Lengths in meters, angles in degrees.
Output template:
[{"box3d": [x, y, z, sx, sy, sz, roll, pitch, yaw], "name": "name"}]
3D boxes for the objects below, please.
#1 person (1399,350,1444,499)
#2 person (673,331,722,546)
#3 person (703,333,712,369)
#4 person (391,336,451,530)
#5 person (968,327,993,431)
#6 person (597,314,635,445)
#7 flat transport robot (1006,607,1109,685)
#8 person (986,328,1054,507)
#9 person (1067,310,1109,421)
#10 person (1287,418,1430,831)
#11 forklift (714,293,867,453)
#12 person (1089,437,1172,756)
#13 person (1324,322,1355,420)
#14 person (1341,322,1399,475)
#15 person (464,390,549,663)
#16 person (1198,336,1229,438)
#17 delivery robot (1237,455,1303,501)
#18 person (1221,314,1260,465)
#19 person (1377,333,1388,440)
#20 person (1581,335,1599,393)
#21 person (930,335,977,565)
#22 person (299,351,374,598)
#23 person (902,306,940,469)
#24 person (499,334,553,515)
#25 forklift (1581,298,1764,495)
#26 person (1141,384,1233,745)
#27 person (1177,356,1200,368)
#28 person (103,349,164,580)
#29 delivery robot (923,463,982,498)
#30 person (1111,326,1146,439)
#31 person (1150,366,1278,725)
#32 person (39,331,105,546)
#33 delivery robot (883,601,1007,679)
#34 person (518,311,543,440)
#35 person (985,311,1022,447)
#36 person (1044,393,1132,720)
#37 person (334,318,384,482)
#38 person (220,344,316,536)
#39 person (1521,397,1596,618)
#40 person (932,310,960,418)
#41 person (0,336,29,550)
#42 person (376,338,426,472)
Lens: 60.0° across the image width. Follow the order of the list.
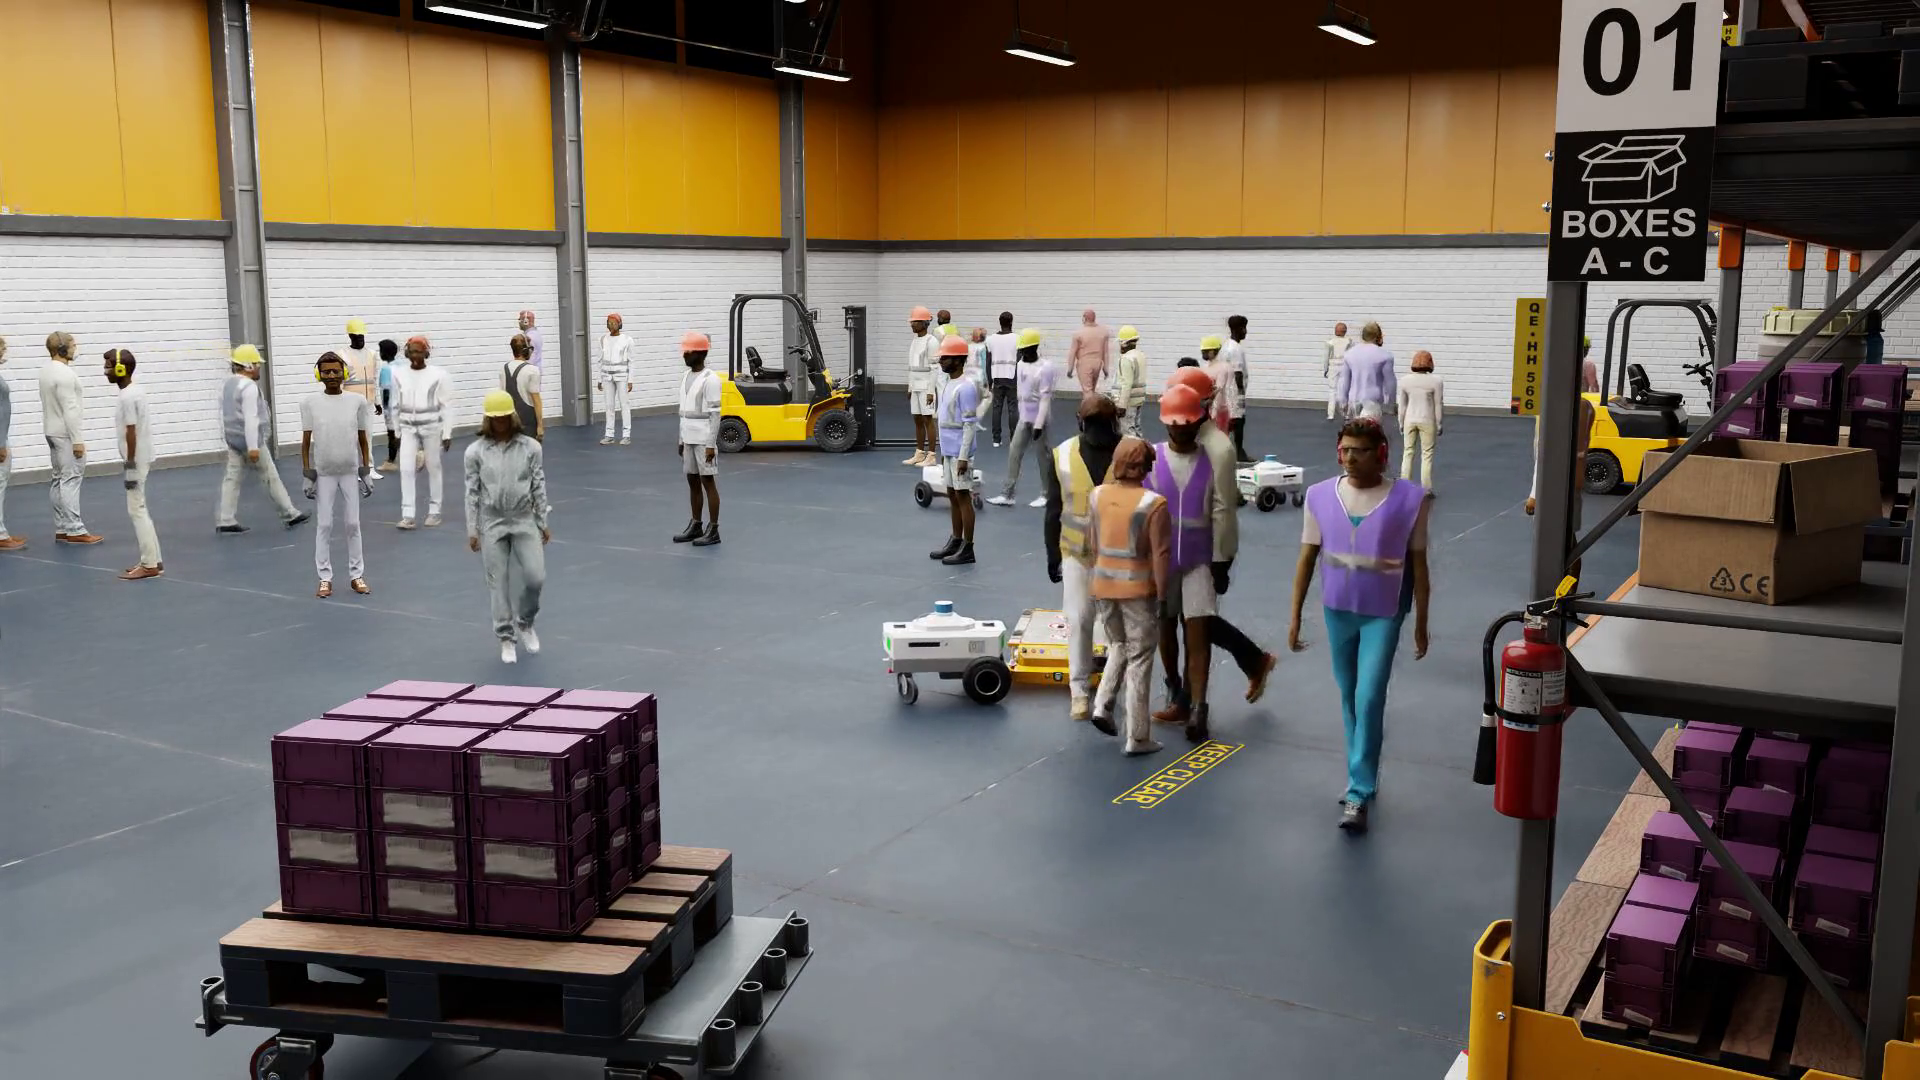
[{"box3d": [5.017, -1.249, 18.116, 0.495, 1.628, 0.281, 7, 11, 36], "name": "person"}, {"box3d": [-2.379, -0.918, 15.060, 0.349, 1.942, 0.545, -9, 13, -43], "name": "person"}, {"box3d": [-3.743, -2.171, 23.952, 0.598, 1.596, 0.513, -3, 10, -20], "name": "person"}, {"box3d": [-5.182, -1.017, 15.927, 0.600, 1.852, 0.867, 0, 9, 1], "name": "person"}, {"box3d": [0.311, -2.486, 25.801, 0.373, 1.623, 0.544, -5, 10, -28], "name": "person"}, {"box3d": [-4.951, -2.306, 23.902, 0.575, 1.884, 0.355, 2, 9, 14], "name": "person"}, {"box3d": [0.671, 0.651, 10.466, 0.652, 0.197, 1.431, 1, 9, 8], "name": "flat transport robot"}, {"box3d": [0.669, -1.248, 17.288, 0.895, 1.881, 0.607, -6, 11, -35], "name": "person"}, {"box3d": [2.060, -2.816, 27.163, 0.669, 1.850, 0.980, -4, 10, -25], "name": "person"}, {"box3d": [1.758, 0.364, 7.455, 0.594, 1.808, 0.838, 6, 11, 35], "name": "person"}, {"box3d": [-2.458, -2.344, 23.176, 2.313, 2.155, 1.214, 0, 9, -2], "name": "forklift"}, {"box3d": [0.877, 0.281, 8.566, 0.534, 1.620, 0.412, 9, 12, 43], "name": "person"}, {"box3d": [6.363, -2.824, 27.896, 0.517, 1.639, 0.313, 2, 9, 12], "name": "person"}, {"box3d": [4.843, -1.617, 19.620, 1.031, 1.882, 0.626, -9, 12, -43], "name": "person"}, {"box3d": [-2.850, -0.083, 10.483, 0.516, 1.729, 0.352, -4, 10, -21], "name": "person"}, {"box3d": [2.859, -1.497, 19.348, 0.870, 1.730, 0.528, -5, 11, -30], "name": "person"}, {"box3d": [3.243, -0.648, 17.398, 0.707, 0.478, 0.477, -6, 11, -32], "name": "delivery robot"}, {"box3d": [3.430, -1.905, 21.202, 0.805, 1.945, 0.616, 0, 9, -1], "name": "person"}, {"box3d": [6.076, -2.269, 24.450, 0.288, 1.633, 0.497, -9, 12, -43], "name": "person"}, {"box3d": [7.566, -1.657, 20.391, 0.922, 1.718, 0.526, -4, 10, -24], "name": "person"}, {"box3d": [-0.046, -0.760, 14.084, 0.360, 1.939, 0.543, -3, 10, -19], "name": "person"}, {"box3d": [-4.742, -0.500, 12.673, 0.514, 1.872, 0.328, -5, 10, -28], "name": "person"}, {"box3d": [-0.494, -1.924, 21.026, 0.376, 2.044, 0.607, -6, 11, -31], "name": "person"}, {"box3d": [-4.459, -1.176, 16.970, 0.506, 1.846, 0.350, 5, 10, 27], "name": "person"}, {"box3d": [7.954, -1.589, 18.462, 2.313, 2.155, 1.214, 5, 11, 30], "name": "forklift"}, {"box3d": [1.174, 0.110, 8.835, 0.539, 1.867, 1.048, 1, 9, 8], "name": "person"}, {"box3d": [2.171, -0.882, 15.645, 0.344, 1.675, 0.606, 5, 10, 27], "name": "person"}, {"box3d": [-6.663, -0.606, 13.397, 0.331, 1.859, 0.504, -4, 10, -22], "name": "person"}, {"box3d": [-0.080, -0.646, 17.366, 0.477, 0.478, 0.707, -6, 10, -34], "name": "delivery robot"}, {"box3d": [2.032, -1.666, 20.077, 0.403, 1.827, 0.601, 4, 10, 24], "name": "person"}, {"box3d": [1.416, 0.024, 9.091, 0.746, 1.968, 0.632, -3, 9, -16], "name": "person"}, {"box3d": [-8.087, -0.917, 15.065, 0.373, 1.940, 0.627, -9, 13, -44], "name": "person"}, {"box3d": [-0.095, 0.596, 9.632, 0.707, 0.478, 0.477, -1, 9, -4], "name": "delivery robot"}, {"box3d": [-6.367, -2.424, 24.564, 0.406, 1.911, 0.639, -1, 9, -6], "name": "person"}, {"box3d": [0.644, -2.272, 23.584, 0.591, 1.920, 0.393, 3, 10, 20], "name": "person"}, {"box3d": [0.789, 0.072, 9.275, 0.648, 1.820, 0.573, 2, 9, 11], "name": "person"}, {"box3d": [-7.109, -1.655, 19.706, 0.371, 1.925, 0.595, 6, 11, 32], "name": "person"}, {"box3d": [-6.615, -0.945, 15.691, 0.621, 1.785, 0.898, 9, 13, 43], "name": "person"}, {"box3d": [4.174, -0.370, 11.683, 0.542, 1.928, 0.375, -6, 11, -34], "name": "person"}, {"box3d": [-0.278, -2.992, 28.319, 0.429, 1.841, 0.635, 7, 12, 38], "name": "person"}, {"box3d": [-8.594, -0.874, 14.799, 0.355, 1.936, 0.635, -7, 11, -36], "name": "person"}, {"box3d": [-6.891, -1.640, 20.422, 0.722, 1.674, 0.525, 1, 9, 7], "name": "person"}]
